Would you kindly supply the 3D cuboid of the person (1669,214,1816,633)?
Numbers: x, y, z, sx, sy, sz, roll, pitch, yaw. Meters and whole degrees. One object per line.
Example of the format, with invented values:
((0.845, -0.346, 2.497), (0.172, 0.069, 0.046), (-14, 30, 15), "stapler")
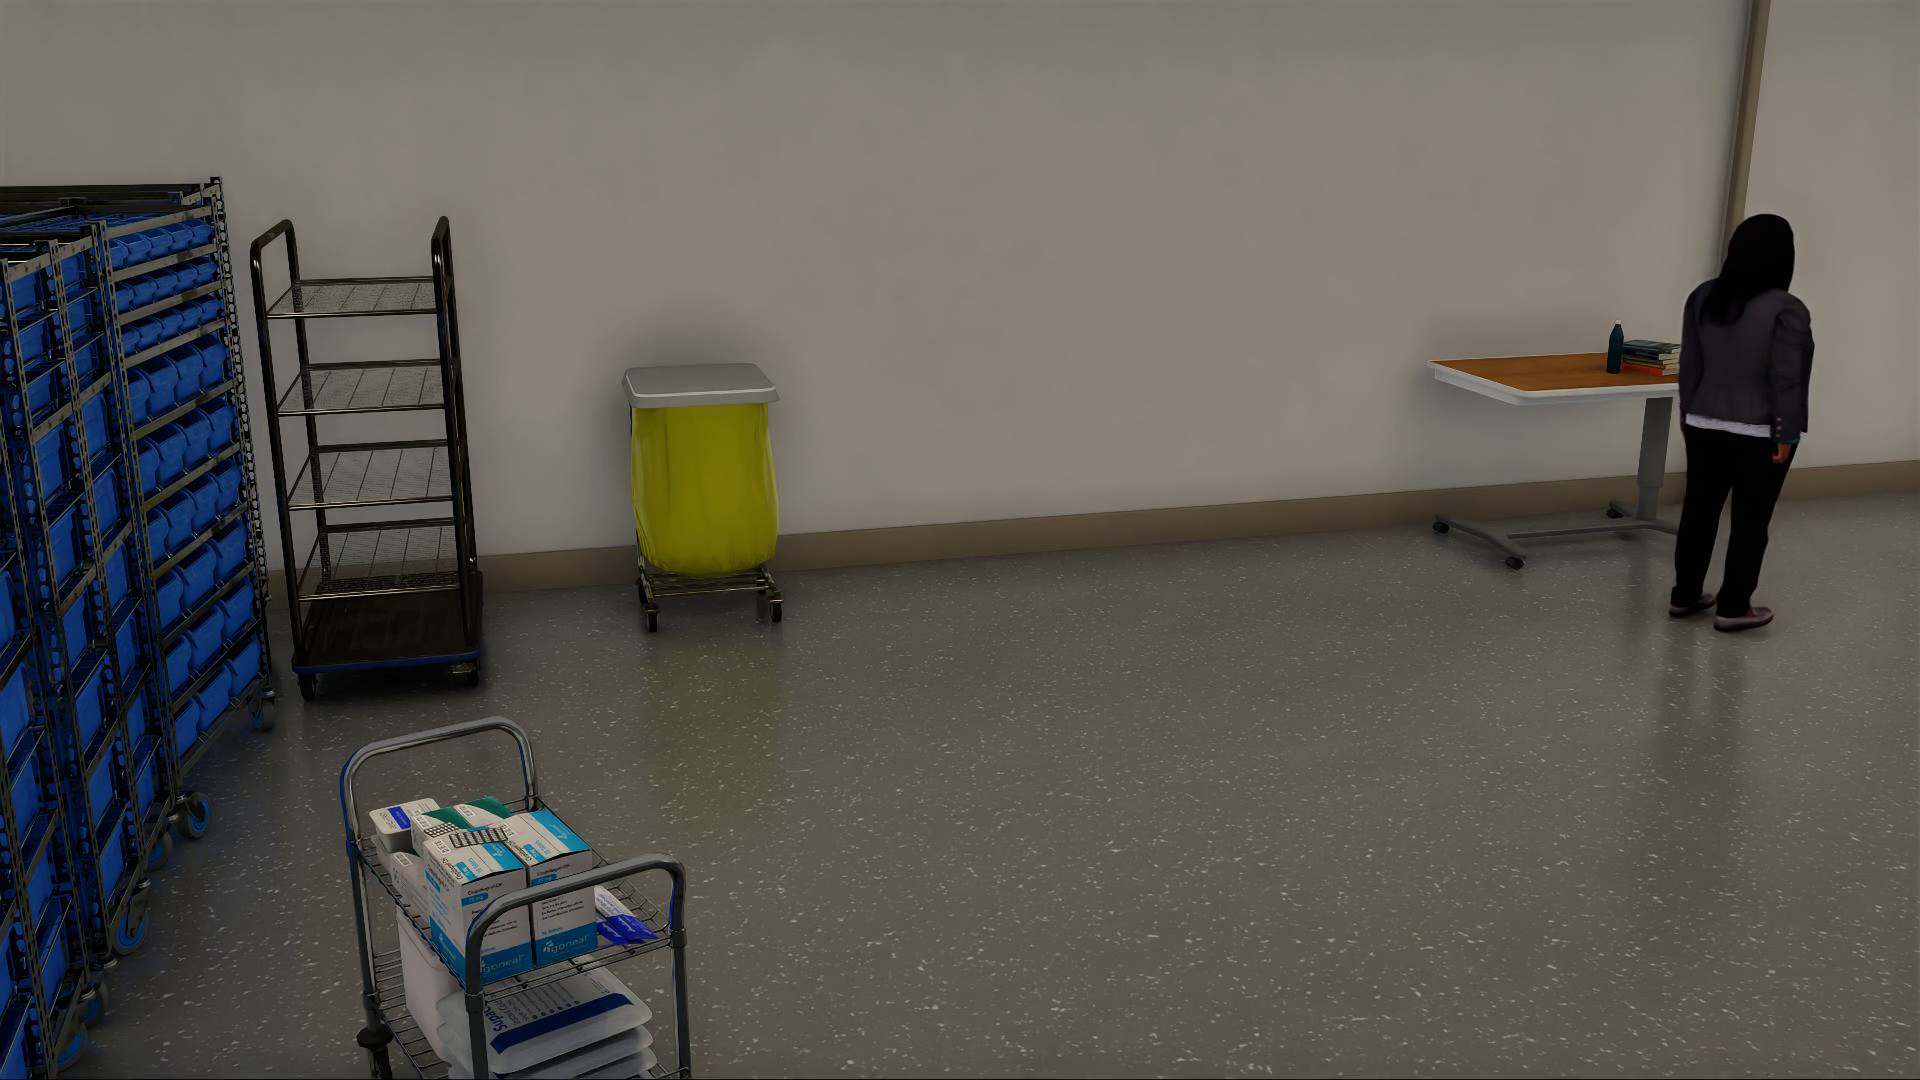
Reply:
((2.998, -0.446, 6.407), (0.742, 1.598, 0.739), (-9, 18, -29), "person")
